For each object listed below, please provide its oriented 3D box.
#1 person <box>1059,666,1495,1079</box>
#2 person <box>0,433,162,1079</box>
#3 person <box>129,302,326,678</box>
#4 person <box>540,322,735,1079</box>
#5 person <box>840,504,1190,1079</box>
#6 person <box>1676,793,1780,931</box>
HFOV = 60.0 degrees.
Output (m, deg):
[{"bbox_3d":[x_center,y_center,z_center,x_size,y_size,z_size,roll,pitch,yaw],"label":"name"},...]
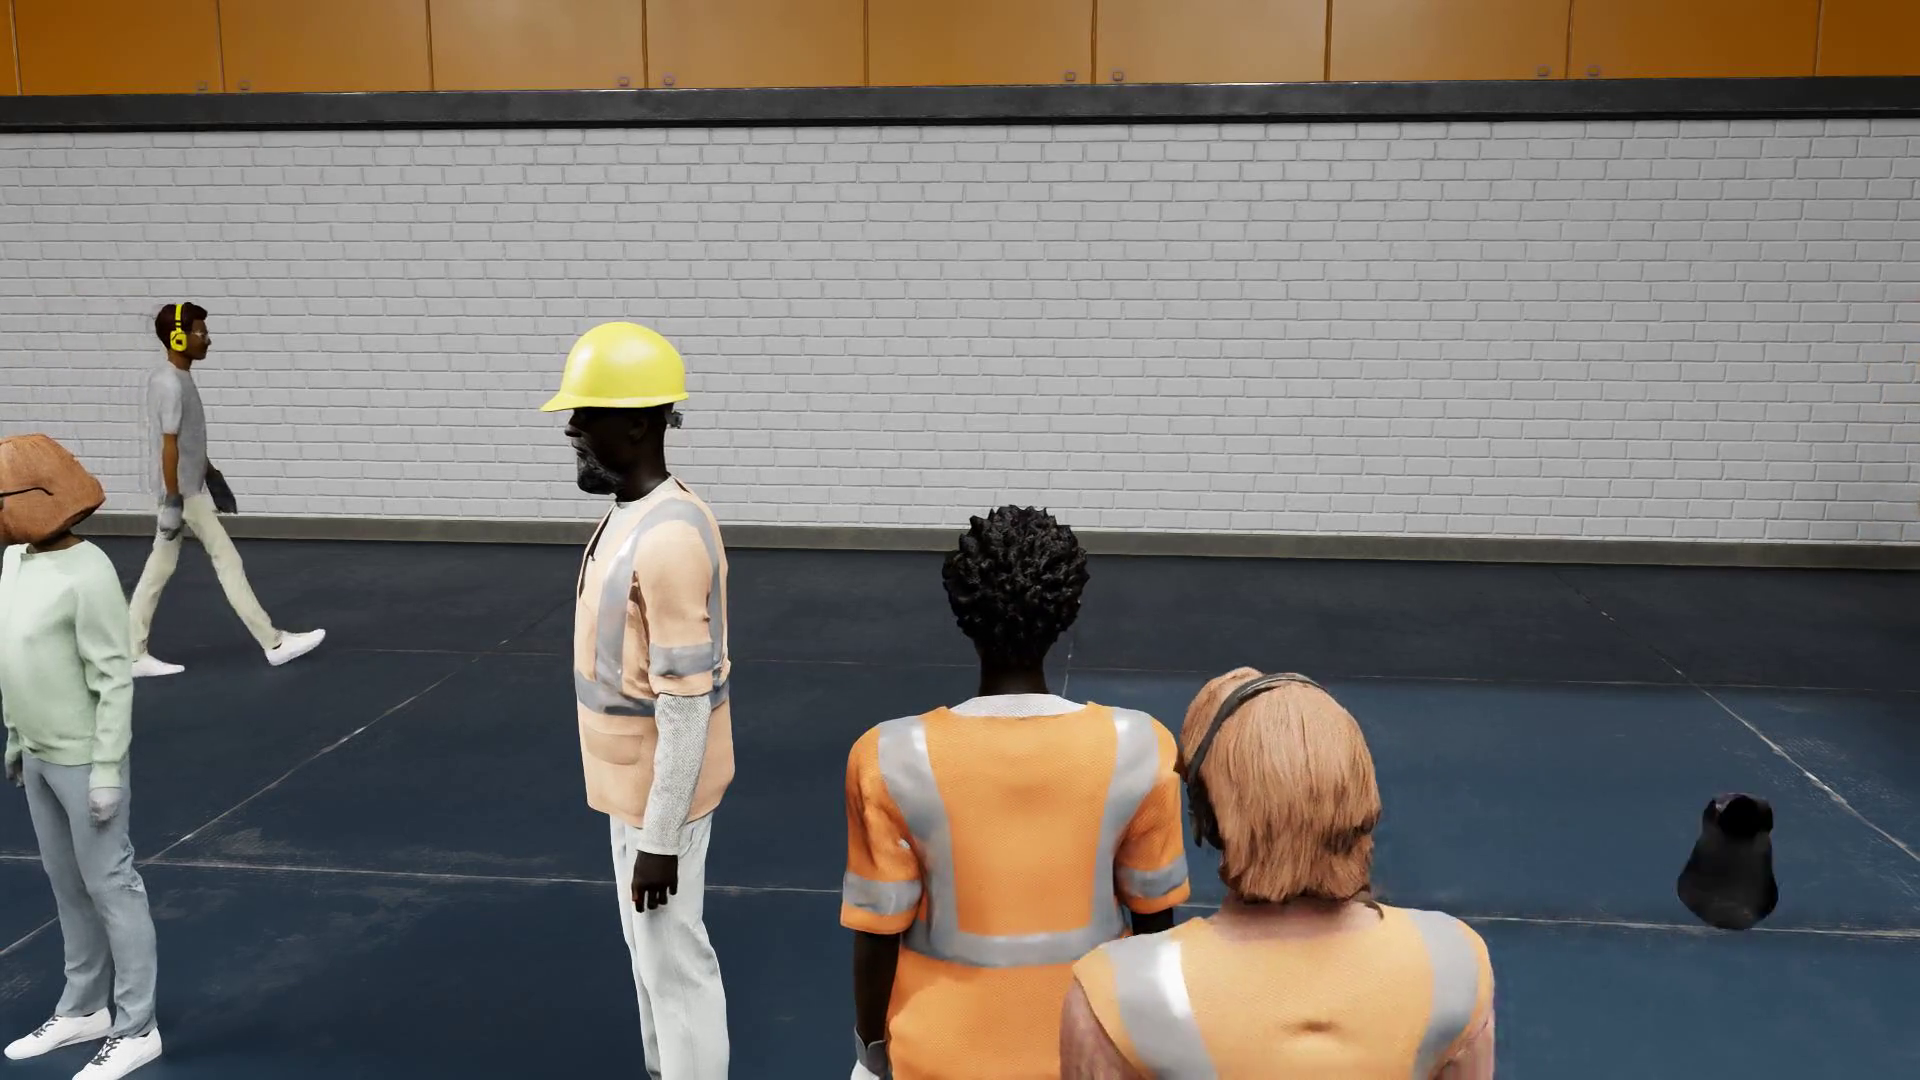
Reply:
[{"bbox_3d":[0.352,0.954,1.850,0.519,1.627,0.459,-3,10,-15],"label":"person"},{"bbox_3d":[-2.230,0.547,4.147,0.498,1.633,0.281,7,12,36],"label":"person"},{"bbox_3d":[-3.699,-0.239,8.126,0.969,1.822,0.515,-6,12,-31],"label":"person"},{"bbox_3d":[-0.667,0.509,3.522,0.367,1.927,0.587,-4,11,-19],"label":"person"},{"bbox_3d":[0.083,0.791,2.568,0.540,1.695,0.317,-2,10,-9],"label":"person"},{"bbox_3d":[0.456,0.952,1.020,0.629,1.924,0.445,1,10,8],"label":"person"}]
